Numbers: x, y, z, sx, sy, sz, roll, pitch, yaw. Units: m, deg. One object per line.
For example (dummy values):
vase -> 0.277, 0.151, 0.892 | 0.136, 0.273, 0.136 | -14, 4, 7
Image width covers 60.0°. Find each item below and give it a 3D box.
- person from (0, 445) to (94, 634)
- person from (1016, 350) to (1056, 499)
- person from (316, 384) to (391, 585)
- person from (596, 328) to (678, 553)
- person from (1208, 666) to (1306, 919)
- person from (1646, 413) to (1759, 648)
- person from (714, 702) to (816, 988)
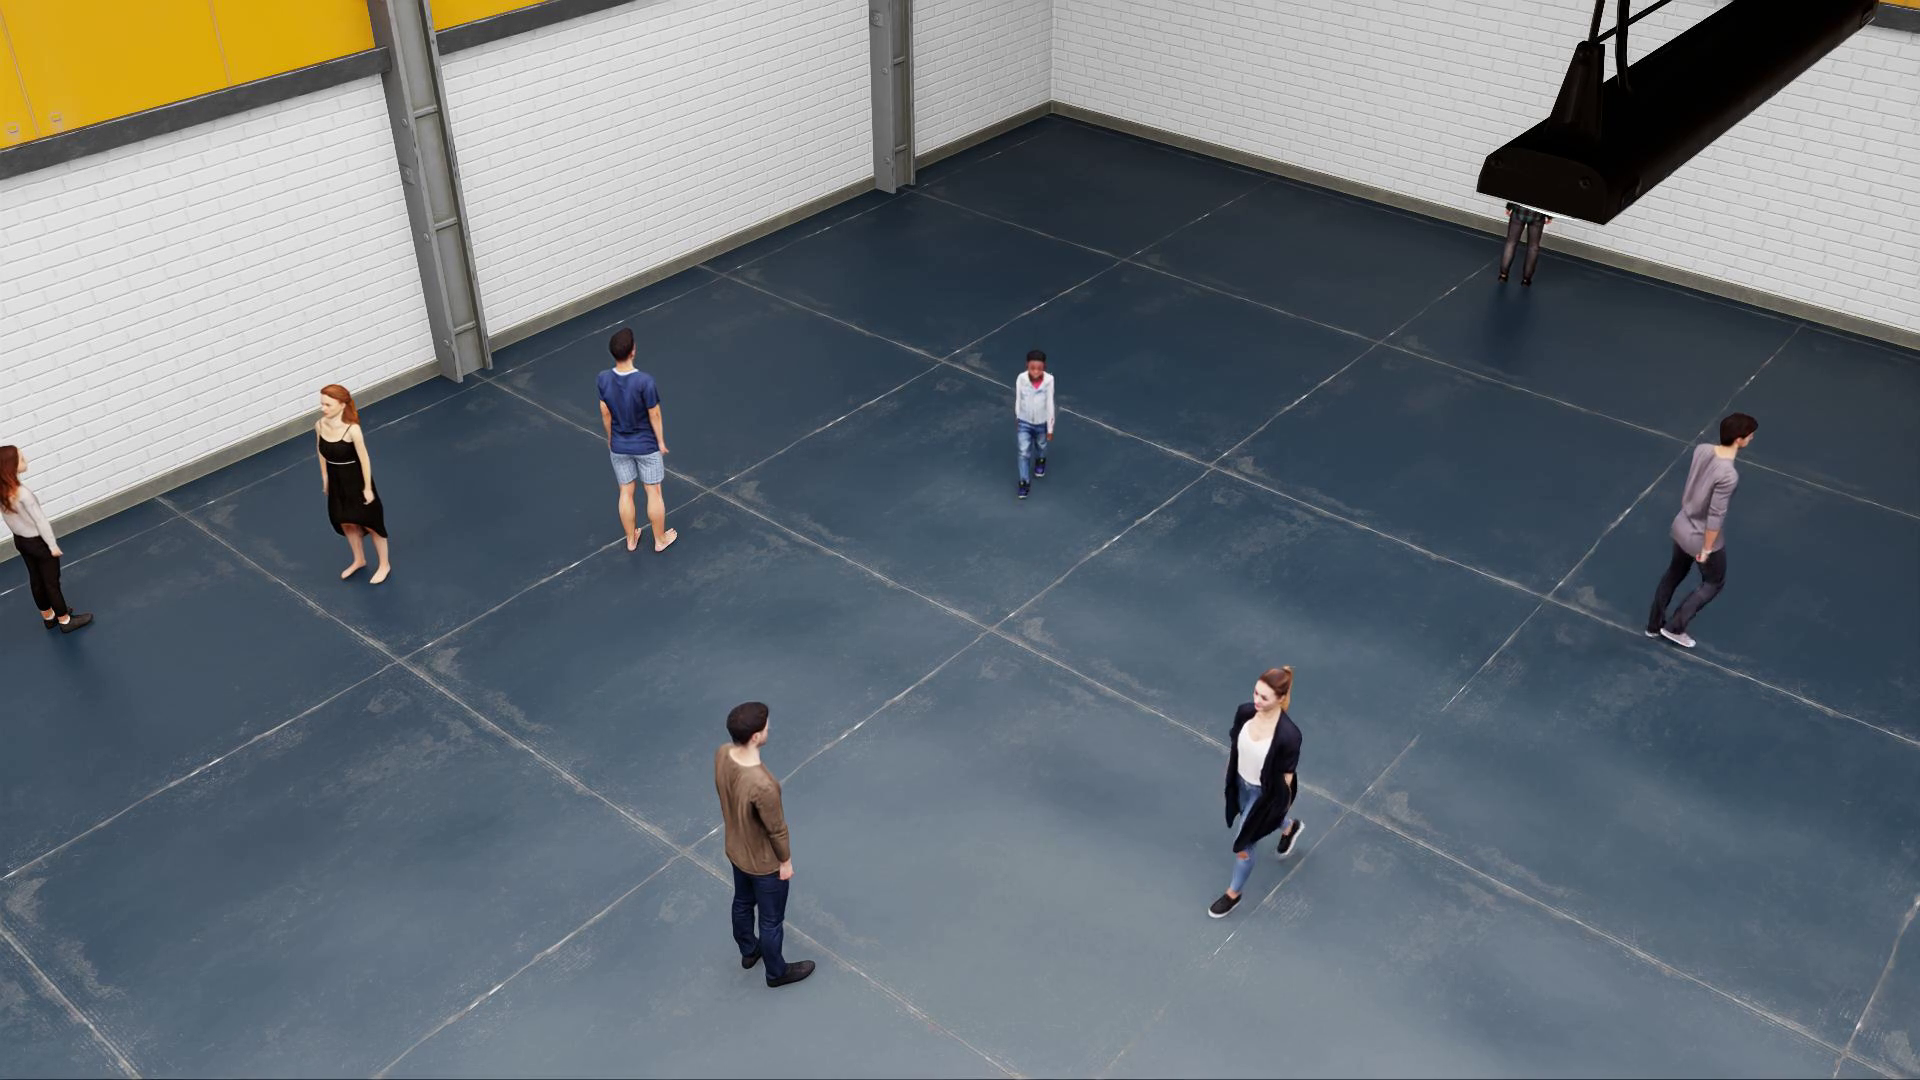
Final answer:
person -> -6.587, 0.000, 11.816 | 0.584, 1.483, 0.541 | 15, 37, 22
person -> 0.619, -1.015, 13.574 | 0.781, 1.226, 0.941 | 4, 34, 5
person -> -4.508, -0.428, 12.331 | 0.643, 1.624, 0.659 | 12, 36, 18
person -> -2.464, -0.737, 12.593 | 0.710, 1.849, 0.729 | 4, 34, 6
person -> 1.783, 1.392, 9.561 | 1.111, 1.661, 0.767 | -23, 40, -31
person -> 5.056, -0.051, 11.574 | 0.830, 1.835, 0.787 | -5, 34, -8
person -> -1.098, 1.652, 8.966 | 0.612, 1.887, 0.677 | -27, 42, -34
